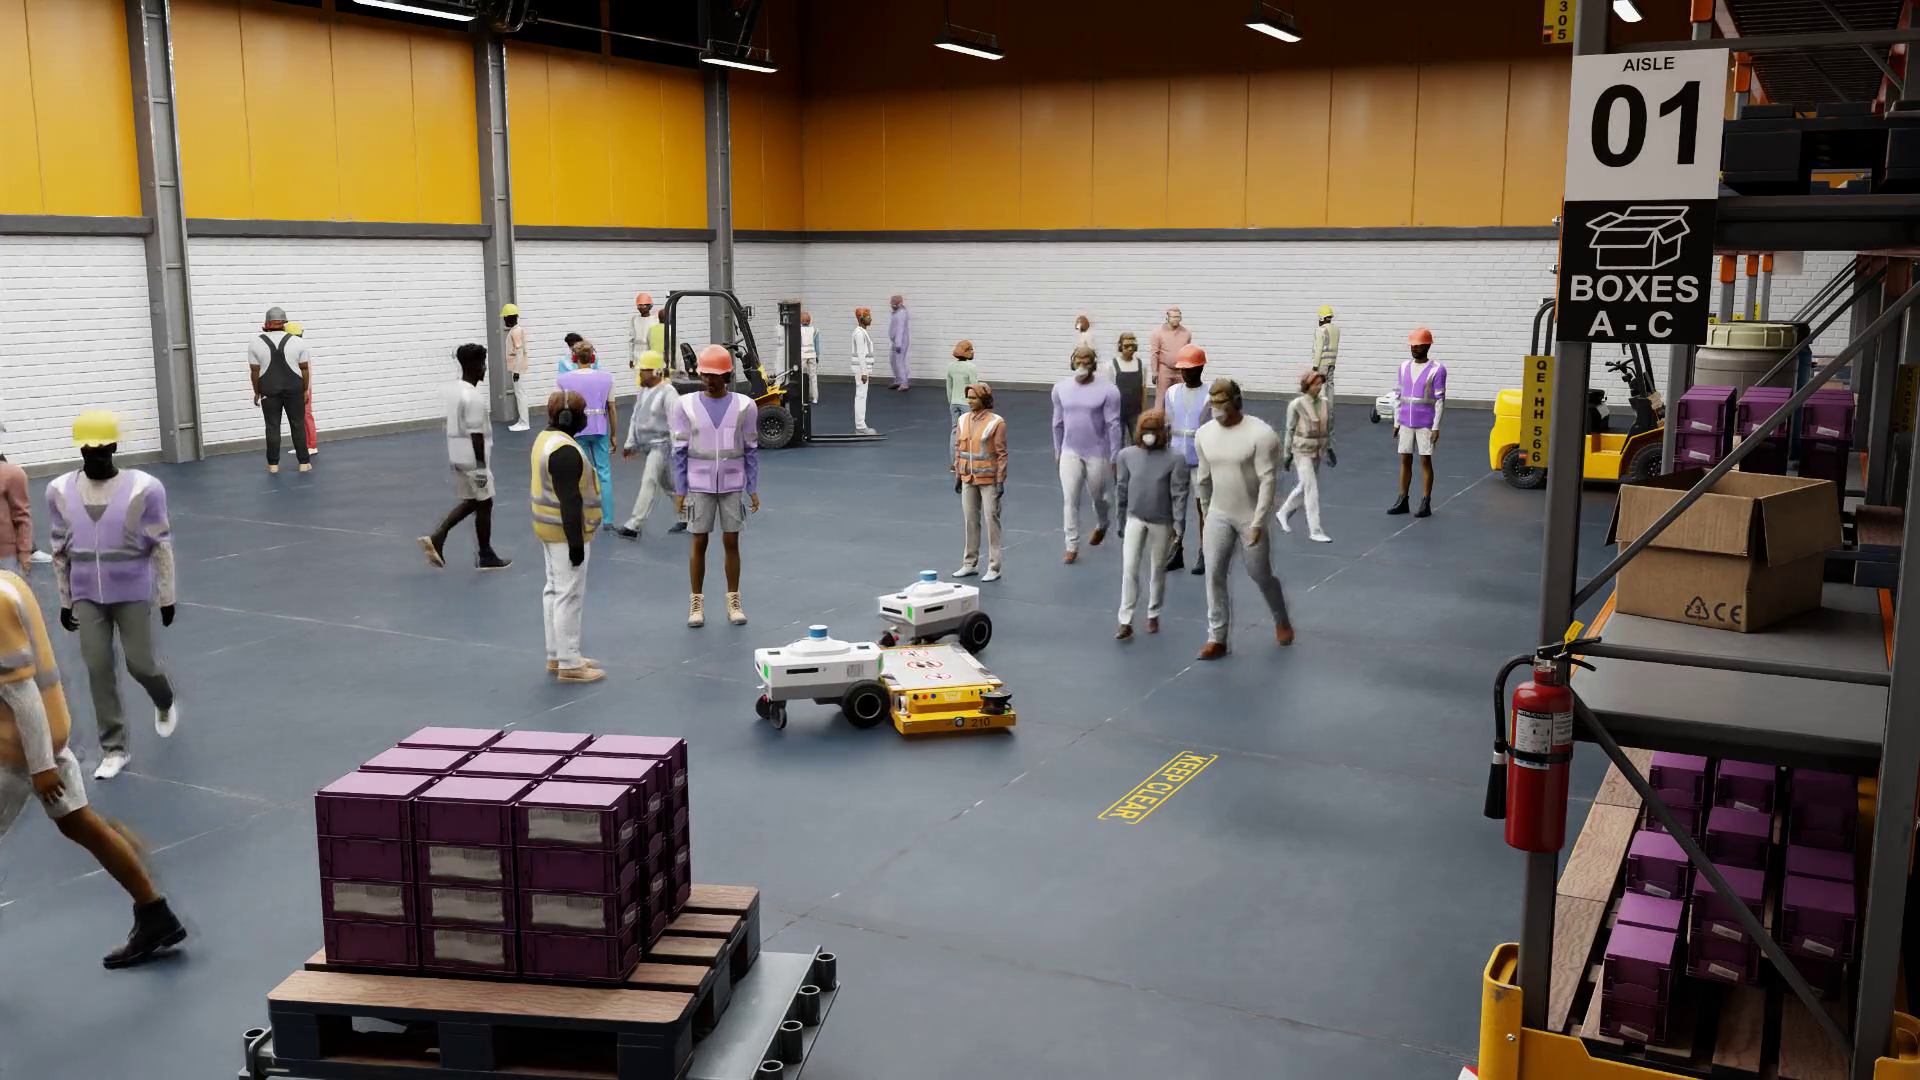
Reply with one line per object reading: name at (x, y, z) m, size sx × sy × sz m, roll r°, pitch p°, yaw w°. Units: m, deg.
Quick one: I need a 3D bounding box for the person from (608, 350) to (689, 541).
person at (-2.896, -0.893, 15.665) m, size 0.971 × 1.774 × 0.612 m, roll -7°, pitch 12°, yaw -36°

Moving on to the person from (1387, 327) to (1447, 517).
person at (4.664, -1.200, 16.976) m, size 0.543 × 1.938 × 0.356 m, roll 9°, pitch 13°, yaw 43°

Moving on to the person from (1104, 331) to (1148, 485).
person at (1.825, -1.369, 18.261) m, size 0.501 × 1.833 × 0.399 m, roll -2°, pitch 10°, yaw -11°

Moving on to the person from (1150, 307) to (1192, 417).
person at (3.102, -2.450, 24.311) m, size 0.652 × 1.904 × 0.403 m, roll -3°, pitch 10°, yaw -16°

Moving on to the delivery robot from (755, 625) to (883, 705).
delivery robot at (-0.809, 0.731, 9.524) m, size 0.707 × 0.478 × 0.477 m, roll -3°, pitch 10°, yaw -14°

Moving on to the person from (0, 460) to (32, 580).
person at (-5.834, 0.101, 9.947) m, size 0.531 × 1.766 × 0.328 m, roll -1°, pitch 10°, yaw -8°

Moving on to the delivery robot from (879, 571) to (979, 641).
delivery robot at (-0.205, 0.449, 11.154) m, size 0.477 × 0.478 × 0.707 m, roll 9°, pitch 14°, yaw 43°

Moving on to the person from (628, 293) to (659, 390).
person at (-5.067, -2.955, 26.830) m, size 0.606 × 2.044 × 0.373 m, roll 2°, pitch 10°, yaw 13°

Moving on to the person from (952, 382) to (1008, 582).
person at (0.168, -0.478, 13.659) m, size 0.521 × 1.639 × 0.311 m, roll 8°, pitch 13°, yaw 40°

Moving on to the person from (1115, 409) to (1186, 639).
person at (1.302, -0.094, 11.530) m, size 0.514 × 1.600 × 0.784 m, roll 3°, pitch 10°, yaw 15°

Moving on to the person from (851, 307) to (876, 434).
person at (-1.431, -2.496, 24.638) m, size 0.355 × 1.882 × 0.576 m, roll -1°, pitch 10°, yaw -5°

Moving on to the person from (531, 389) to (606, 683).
person at (-2.467, -0.030, 10.486) m, size 0.429 × 1.839 × 0.633 m, roll -4°, pitch 11°, yaw -24°

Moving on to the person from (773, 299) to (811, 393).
person at (-3.149, -3.509, 30.619) m, size 0.935 × 1.849 × 0.584 m, roll -9°, pitch 13°, yaw -42°

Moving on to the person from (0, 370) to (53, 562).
person at (-8.441, -0.710, 14.325) m, size 0.990 × 1.880 × 0.583 m, roll 0°, pitch 10°, yaw 1°

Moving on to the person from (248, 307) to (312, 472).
person at (-8.350, -1.853, 20.458) m, size 0.673 × 2.000 × 0.536 m, roll -3°, pitch 10°, yaw -19°

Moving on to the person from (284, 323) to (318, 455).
person at (-8.806, -2.002, 22.124) m, size 0.326 × 1.765 × 0.533 m, roll -9°, pitch 14°, yaw -44°

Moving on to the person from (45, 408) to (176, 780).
person at (-4.402, 0.247, 8.705) m, size 0.590 × 1.909 × 0.664 m, roll -1°, pitch 10°, yaw -6°

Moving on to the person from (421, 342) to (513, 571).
person at (-4.146, -0.681, 13.932) m, size 0.659 × 1.951 × 0.631 m, roll -8°, pitch 12°, yaw -37°

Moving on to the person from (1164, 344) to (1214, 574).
person at (1.932, -0.675, 13.945) m, size 0.552 × 1.932 × 0.377 m, roll 6°, pitch 12°, yaw 32°

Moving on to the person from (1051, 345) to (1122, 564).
person at (1.139, -0.776, 14.658) m, size 0.634 × 1.911 × 0.864 m, roll 3°, pitch 10°, yaw 19°

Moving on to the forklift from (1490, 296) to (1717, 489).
forklift at (7.296, -1.677, 18.993) m, size 2.313 × 2.155 × 1.214 m, roll 5°, pitch 11°, yaw 27°

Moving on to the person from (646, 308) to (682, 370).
person at (-4.570, -2.689, 25.884) m, size 0.633 × 1.840 × 0.429 m, roll 5°, pitch 11°, yaw 29°

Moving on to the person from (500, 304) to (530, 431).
person at (-6.726, -2.605, 25.148) m, size 0.384 × 1.922 × 0.593 m, roll -3°, pitch 10°, yaw -15°

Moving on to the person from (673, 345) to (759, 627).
person at (-1.748, -0.386, 11.977) m, size 0.605 × 2.037 × 0.394 m, roll -2°, pitch 10°, yaw -13°

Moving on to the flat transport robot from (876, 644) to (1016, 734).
flat transport robot at (-0.181, 0.853, 9.912) m, size 0.652 × 0.197 × 1.431 m, roll -3°, pitch 10°, yaw -14°

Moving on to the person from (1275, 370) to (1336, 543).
person at (3.255, -0.815, 15.717) m, size 0.514 × 1.603 × 0.800 m, roll -7°, pitch 12°, yaw -33°

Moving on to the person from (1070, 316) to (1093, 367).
person at (2.205, -3.121, 29.054) m, size 0.783 × 1.606 × 0.491 m, roll -5°, pitch 11°, yaw -26°

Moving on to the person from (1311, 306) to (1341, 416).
person at (5.930, -2.898, 27.110) m, size 0.404 × 1.831 × 0.600 m, roll 10°, pitch 14°, yaw 44°

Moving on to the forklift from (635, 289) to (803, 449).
forklift at (-3.358, -2.392, 23.136) m, size 2.313 × 2.155 × 1.214 m, roll -1°, pitch 10°, yaw -5°

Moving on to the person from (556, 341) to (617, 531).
person at (-3.581, -0.989, 16.013) m, size 0.563 × 1.847 × 0.388 m, roll -4°, pitch 11°, yaw -21°

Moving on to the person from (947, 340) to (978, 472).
person at (0.048, -1.632, 20.356) m, size 0.498 × 1.634 × 0.280 m, roll 9°, pitch 13°, yaw 43°

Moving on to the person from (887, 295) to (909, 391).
person at (-1.195, -3.813, 32.283) m, size 0.431 × 1.879 × 0.707 m, roll -2°, pitch 10°, yaw -9°

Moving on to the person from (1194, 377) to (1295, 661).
person at (1.916, -0.167, 11.160) m, size 0.642 × 1.896 × 0.867 m, roll 7°, pitch 12°, yaw 37°

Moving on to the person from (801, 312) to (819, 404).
person at (-2.738, -3.221, 29.532) m, size 0.515 × 1.641 × 0.315 m, roll -4°, pitch 11°, yaw -24°

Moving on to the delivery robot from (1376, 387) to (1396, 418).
delivery robot at (6.876, -2.166, 26.274) m, size 0.477 × 0.478 × 0.707 m, roll 8°, pitch 12°, yaw 42°

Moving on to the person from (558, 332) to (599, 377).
person at (-4.965, -1.887, 21.736) m, size 0.568 × 1.657 × 0.444 m, roll -4°, pitch 11°, yaw -21°

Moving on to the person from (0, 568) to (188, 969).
person at (-3.428, 0.726, 6.061) m, size 1.074 × 1.865 × 0.590 m, roll -4°, pitch 11°, yaw -23°
